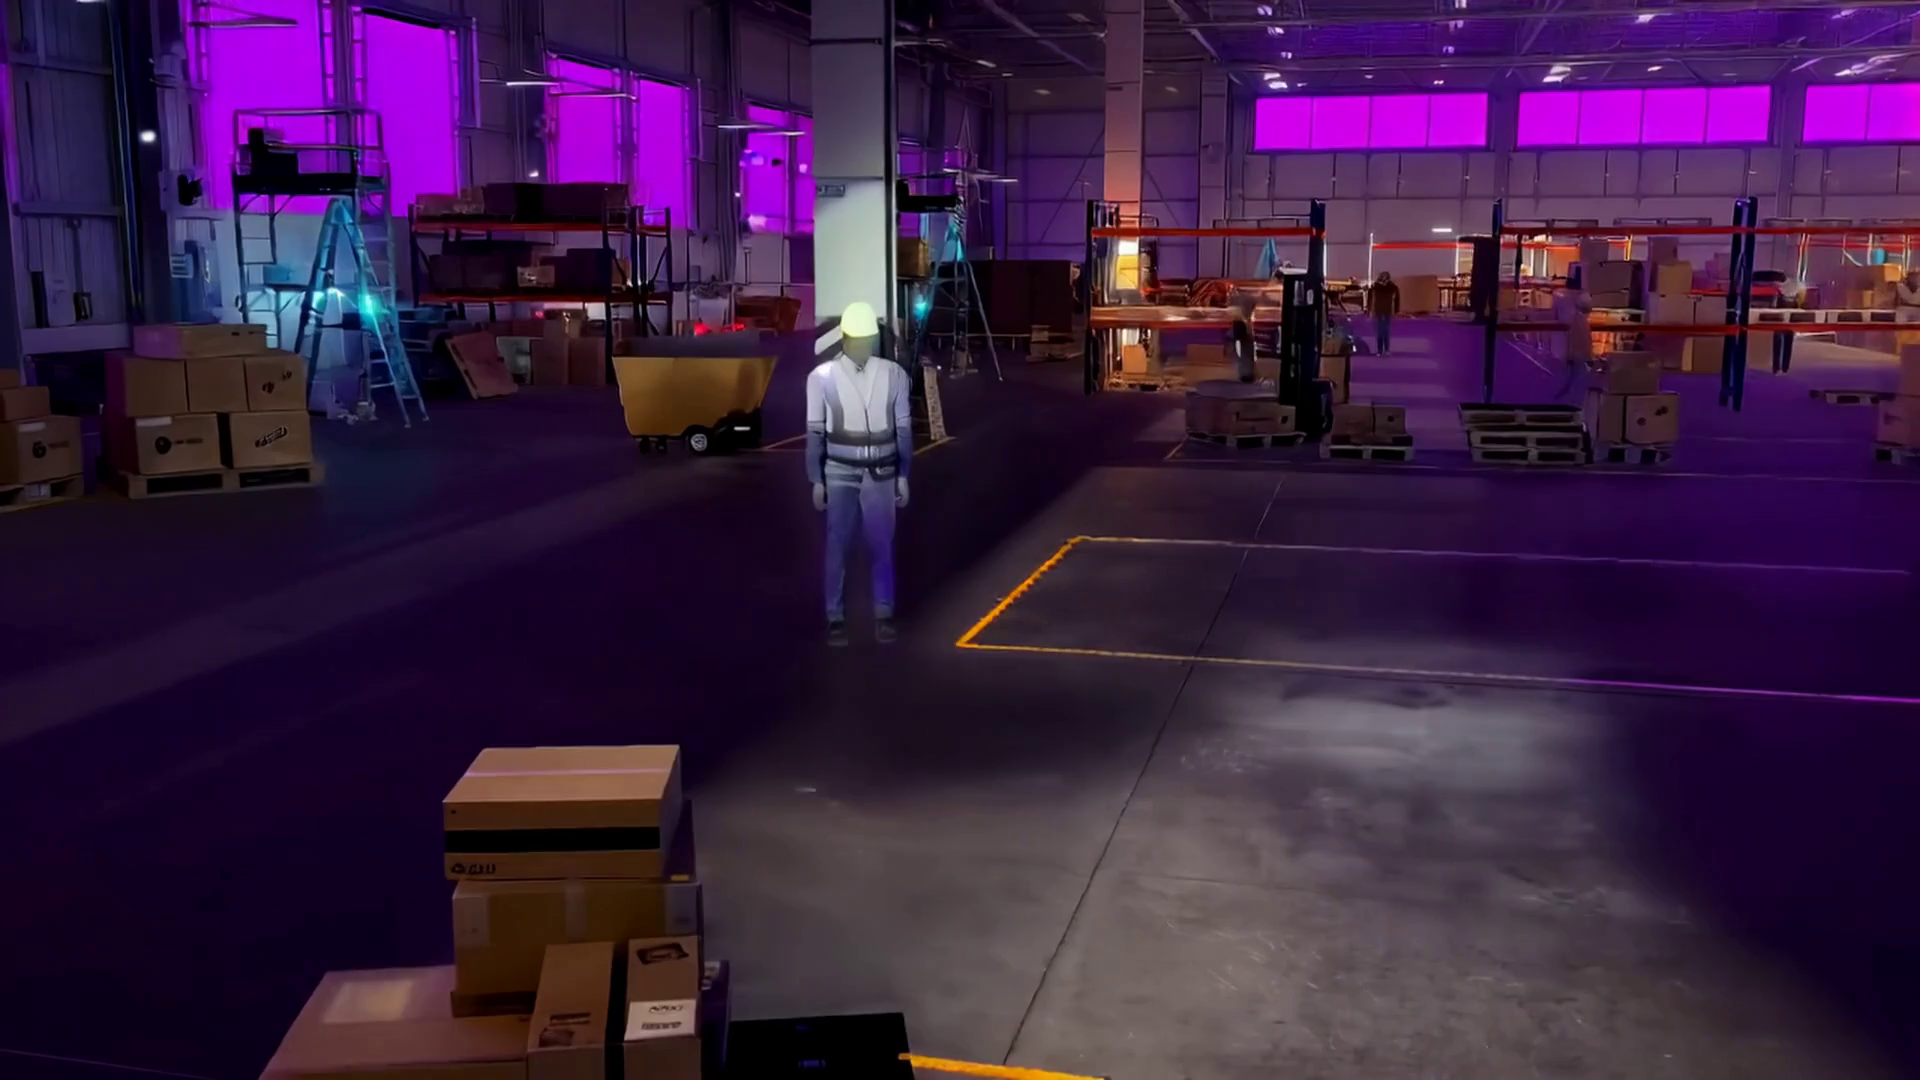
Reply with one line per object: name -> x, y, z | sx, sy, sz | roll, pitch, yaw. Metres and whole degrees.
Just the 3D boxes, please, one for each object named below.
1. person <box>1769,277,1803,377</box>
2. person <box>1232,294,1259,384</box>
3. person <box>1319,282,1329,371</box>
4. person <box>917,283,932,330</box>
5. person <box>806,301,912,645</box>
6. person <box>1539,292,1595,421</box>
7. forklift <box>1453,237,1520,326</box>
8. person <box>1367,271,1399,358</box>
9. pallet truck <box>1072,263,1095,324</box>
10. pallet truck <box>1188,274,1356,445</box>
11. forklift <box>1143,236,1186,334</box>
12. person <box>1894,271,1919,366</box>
person -> 15.007, -3.852, 30.219 | 0.524, 1.817, 0.805 | 4, 11, 24
person -> 3.919, -2.551, 22.929 | 0.404, 1.679, 0.550 | 5, 11, 27
person -> 6.893, -4.113, 31.983 | 0.483, 1.738, 0.320 | -4, 10, -23
person -> -1.041, -7.318, 50.306 | 0.546, 1.927, 0.390 | -9, 13, -44
person -> -0.565, -0.365, 9.344 | 0.600, 1.940, 0.420 | -3, 10, -17
person -> 8.115, -2.416, 22.014 | 0.839, 1.732, 0.523 | 1, 10, 8
forklift -> 16.646, -8.157, 52.434 | 1.873, 2.768, 1.129 | 1, 10, 8
person -> 9.158, -4.887, 36.057 | 0.634, 1.895, 0.953 | 3, 10, 19
pallet truck -> 4.325, -8.180, 55.162 | 0.823, 1.965, 1.885 | 6, 11, 31
pallet truck -> 3.653, -2.138, 19.590 | 1.885, 1.965, 0.823 | -4, 10, -20
forklift -> 5.410, -7.233, 46.992 | 1.873, 2.768, 1.129 | 2, 10, 14
person -> 19.158, -4.445, 33.475 | 0.599, 1.888, 0.802 | 3, 10, 17
